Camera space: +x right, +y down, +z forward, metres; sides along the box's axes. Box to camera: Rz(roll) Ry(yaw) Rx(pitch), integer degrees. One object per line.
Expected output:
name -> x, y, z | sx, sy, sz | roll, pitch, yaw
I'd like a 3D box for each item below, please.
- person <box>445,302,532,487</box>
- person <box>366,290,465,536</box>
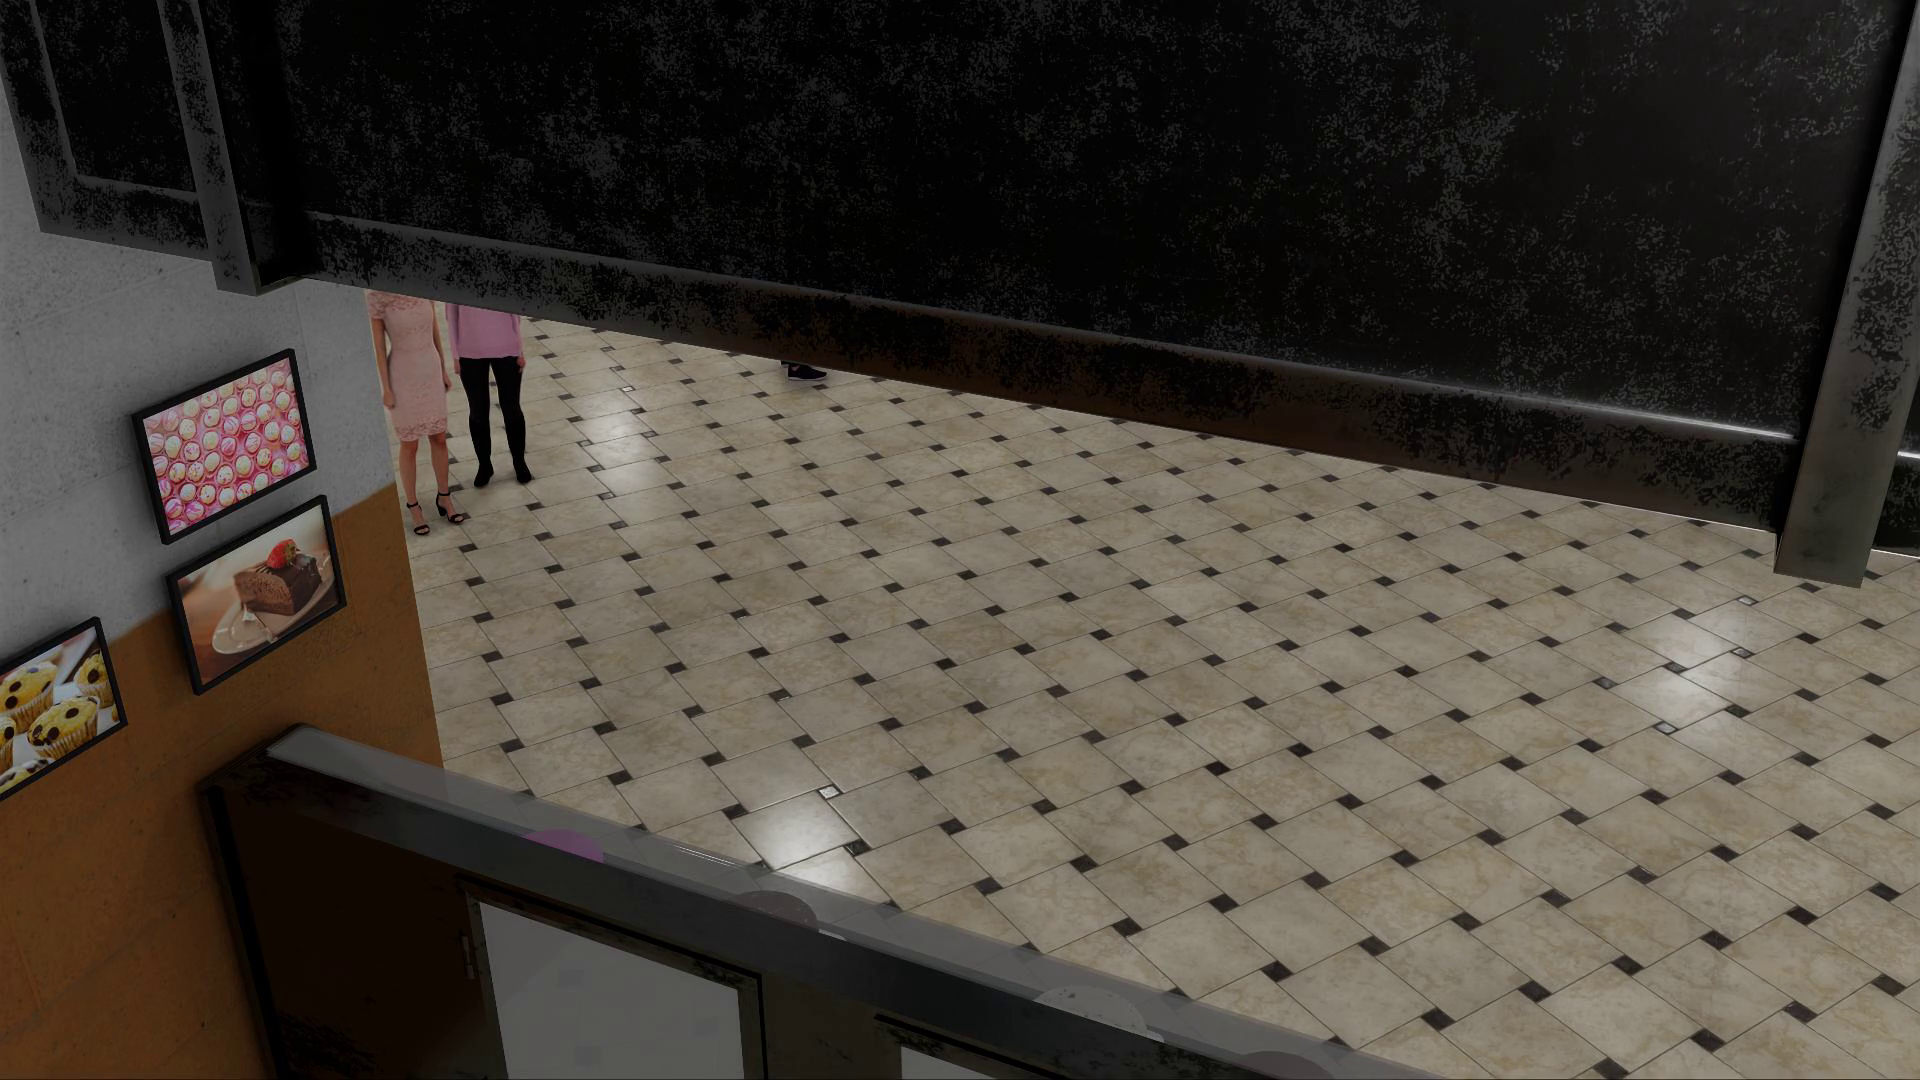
person -> -2.929, -1.163, 10.346 | 0.689, 1.688, 0.730 | -7, 28, -13
person -> -3.183, -0.920, 9.710 | 0.558, 1.830, 0.699 | -23, 35, -38
